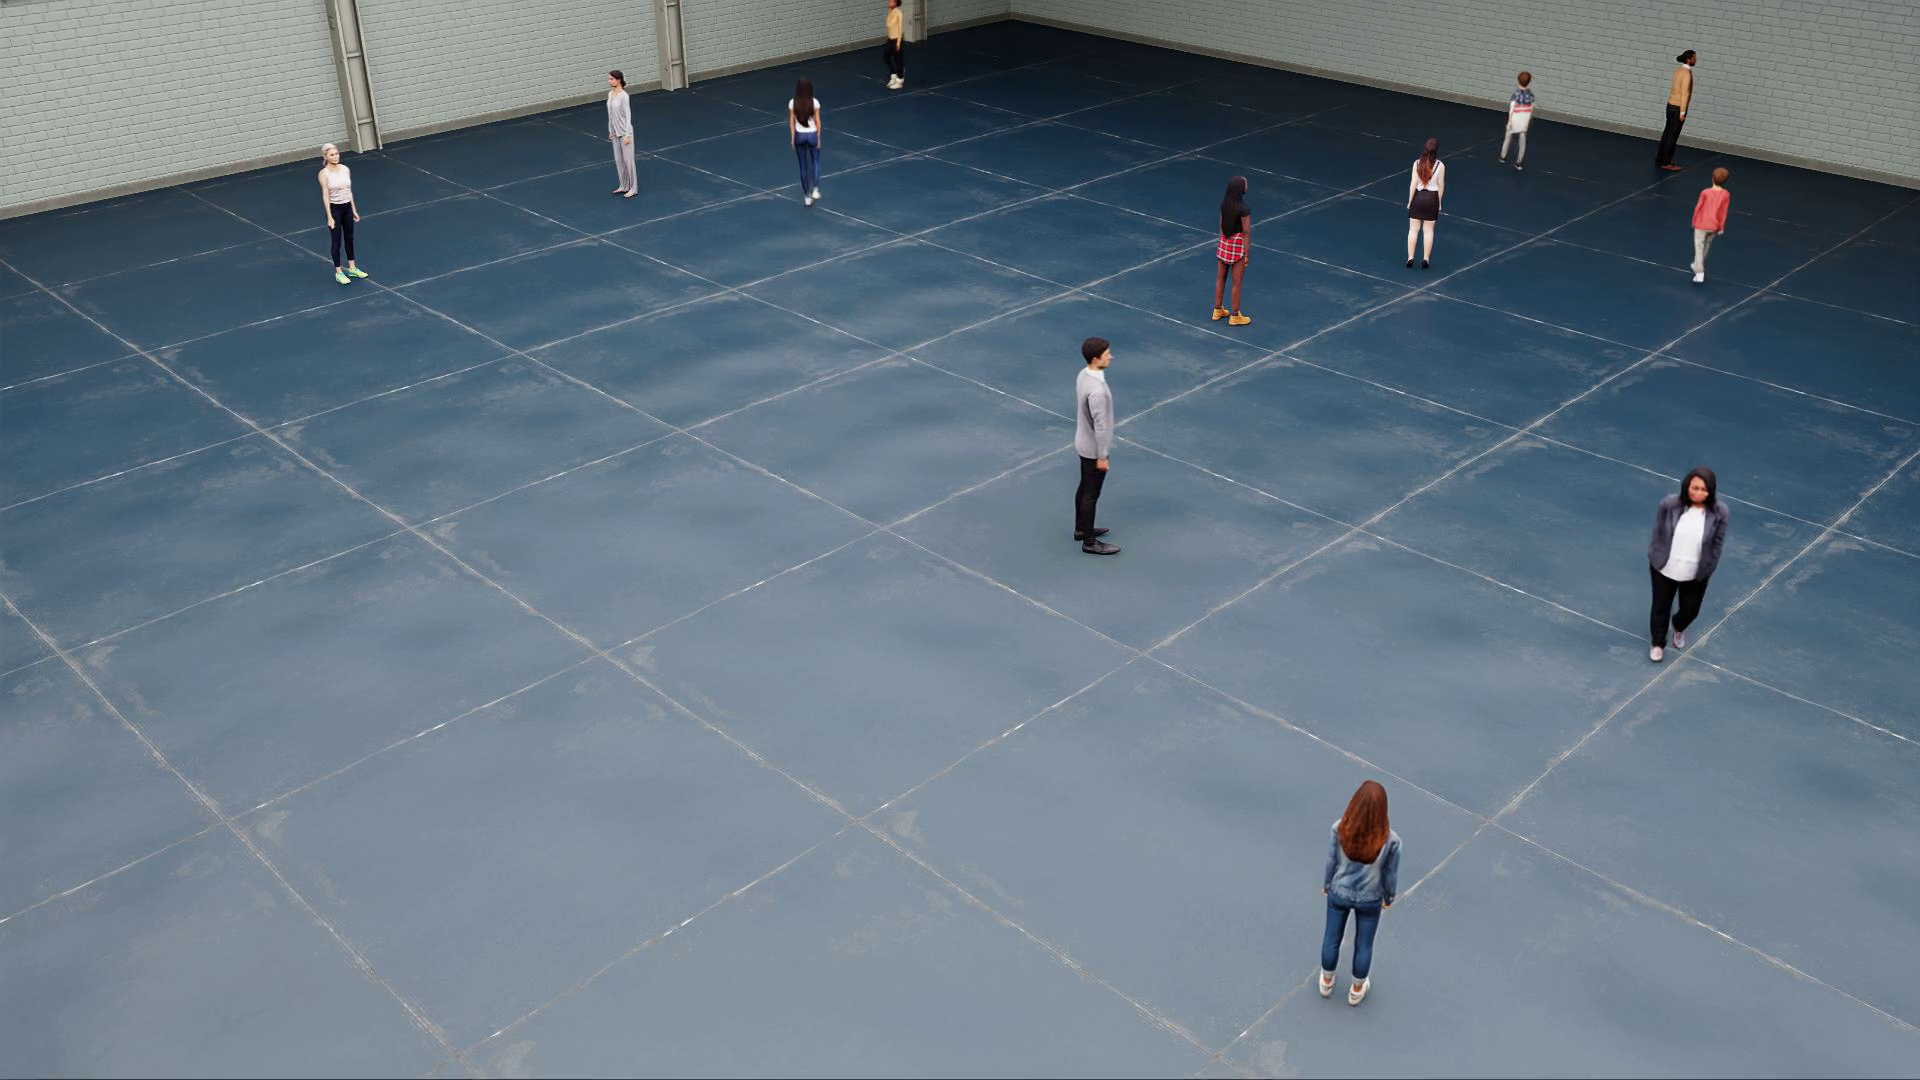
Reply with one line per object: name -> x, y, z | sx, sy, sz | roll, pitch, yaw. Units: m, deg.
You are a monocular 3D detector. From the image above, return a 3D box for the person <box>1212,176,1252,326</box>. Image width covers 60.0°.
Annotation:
person -> 3.143, -3.339, 19.133 | 0.625, 1.729, 0.633 | -20, 34, -33

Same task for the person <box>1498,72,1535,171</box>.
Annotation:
person -> 8.433, -6.283, 25.000 | 0.877, 1.409, 0.932 | 0, 28, 1

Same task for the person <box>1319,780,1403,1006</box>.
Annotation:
person -> 2.234, 1.991, 9.394 | 0.622, 1.475, 0.626 | 9, 29, 16

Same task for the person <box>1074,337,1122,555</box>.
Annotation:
person -> 1.129, -0.822, 14.200 | 0.863, 1.923, 0.839 | -4, 28, -7

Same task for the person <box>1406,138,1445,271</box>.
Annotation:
person -> 5.822, -4.216, 20.865 | 0.643, 1.647, 0.663 | 7, 29, 13

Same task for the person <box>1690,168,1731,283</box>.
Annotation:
person -> 9.198, -3.841, 20.432 | 0.869, 1.392, 0.961 | 2, 28, 4

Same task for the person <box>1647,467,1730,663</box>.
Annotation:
person -> 5.512, 0.166, 12.704 | 0.798, 1.585, 0.856 | 11, 30, 20

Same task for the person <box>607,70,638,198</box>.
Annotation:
person -> -4.822, -5.808, 23.721 | 0.598, 1.773, 0.527 | 23, 36, 36

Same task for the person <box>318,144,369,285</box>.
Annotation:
person -> -7.637, -4.038, 20.475 | 0.717, 1.701, 0.556 | 15, 32, 26

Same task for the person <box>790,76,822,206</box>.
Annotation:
person -> -2.154, -5.559, 23.268 | 0.776, 1.760, 0.836 | -1, 28, -1

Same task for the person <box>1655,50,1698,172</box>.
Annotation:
person -> 10.780, -6.473, 24.992 | 0.807, 1.753, 0.729 | 2, 28, 4

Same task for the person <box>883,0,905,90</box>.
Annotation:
person -> -1.093, -8.893, 29.644 | 0.603, 1.652, 0.638 | -20, 34, -33
